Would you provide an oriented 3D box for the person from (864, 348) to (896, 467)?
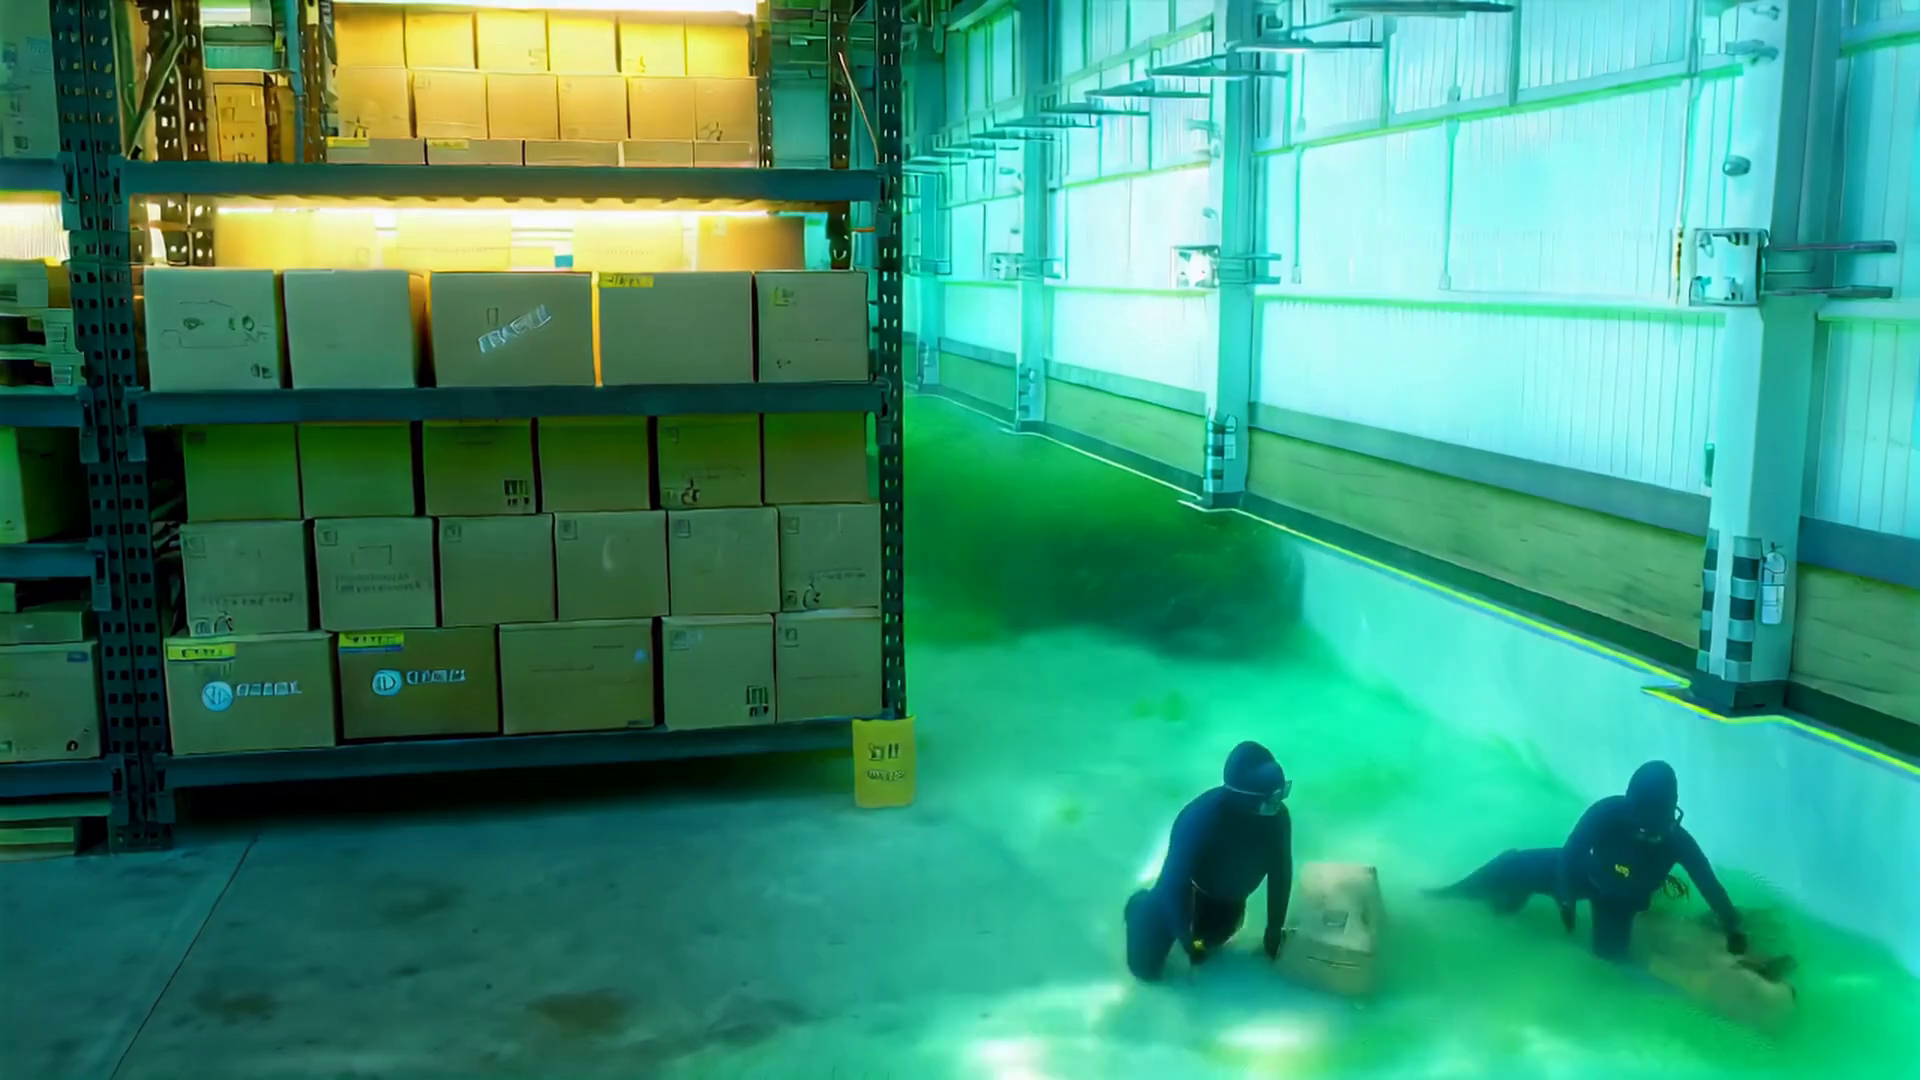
[{"bbox_3d":[-1.342,-2.058,25.644,0.624,1.803,0.927,-5,11,-28],"label":"person"}]
